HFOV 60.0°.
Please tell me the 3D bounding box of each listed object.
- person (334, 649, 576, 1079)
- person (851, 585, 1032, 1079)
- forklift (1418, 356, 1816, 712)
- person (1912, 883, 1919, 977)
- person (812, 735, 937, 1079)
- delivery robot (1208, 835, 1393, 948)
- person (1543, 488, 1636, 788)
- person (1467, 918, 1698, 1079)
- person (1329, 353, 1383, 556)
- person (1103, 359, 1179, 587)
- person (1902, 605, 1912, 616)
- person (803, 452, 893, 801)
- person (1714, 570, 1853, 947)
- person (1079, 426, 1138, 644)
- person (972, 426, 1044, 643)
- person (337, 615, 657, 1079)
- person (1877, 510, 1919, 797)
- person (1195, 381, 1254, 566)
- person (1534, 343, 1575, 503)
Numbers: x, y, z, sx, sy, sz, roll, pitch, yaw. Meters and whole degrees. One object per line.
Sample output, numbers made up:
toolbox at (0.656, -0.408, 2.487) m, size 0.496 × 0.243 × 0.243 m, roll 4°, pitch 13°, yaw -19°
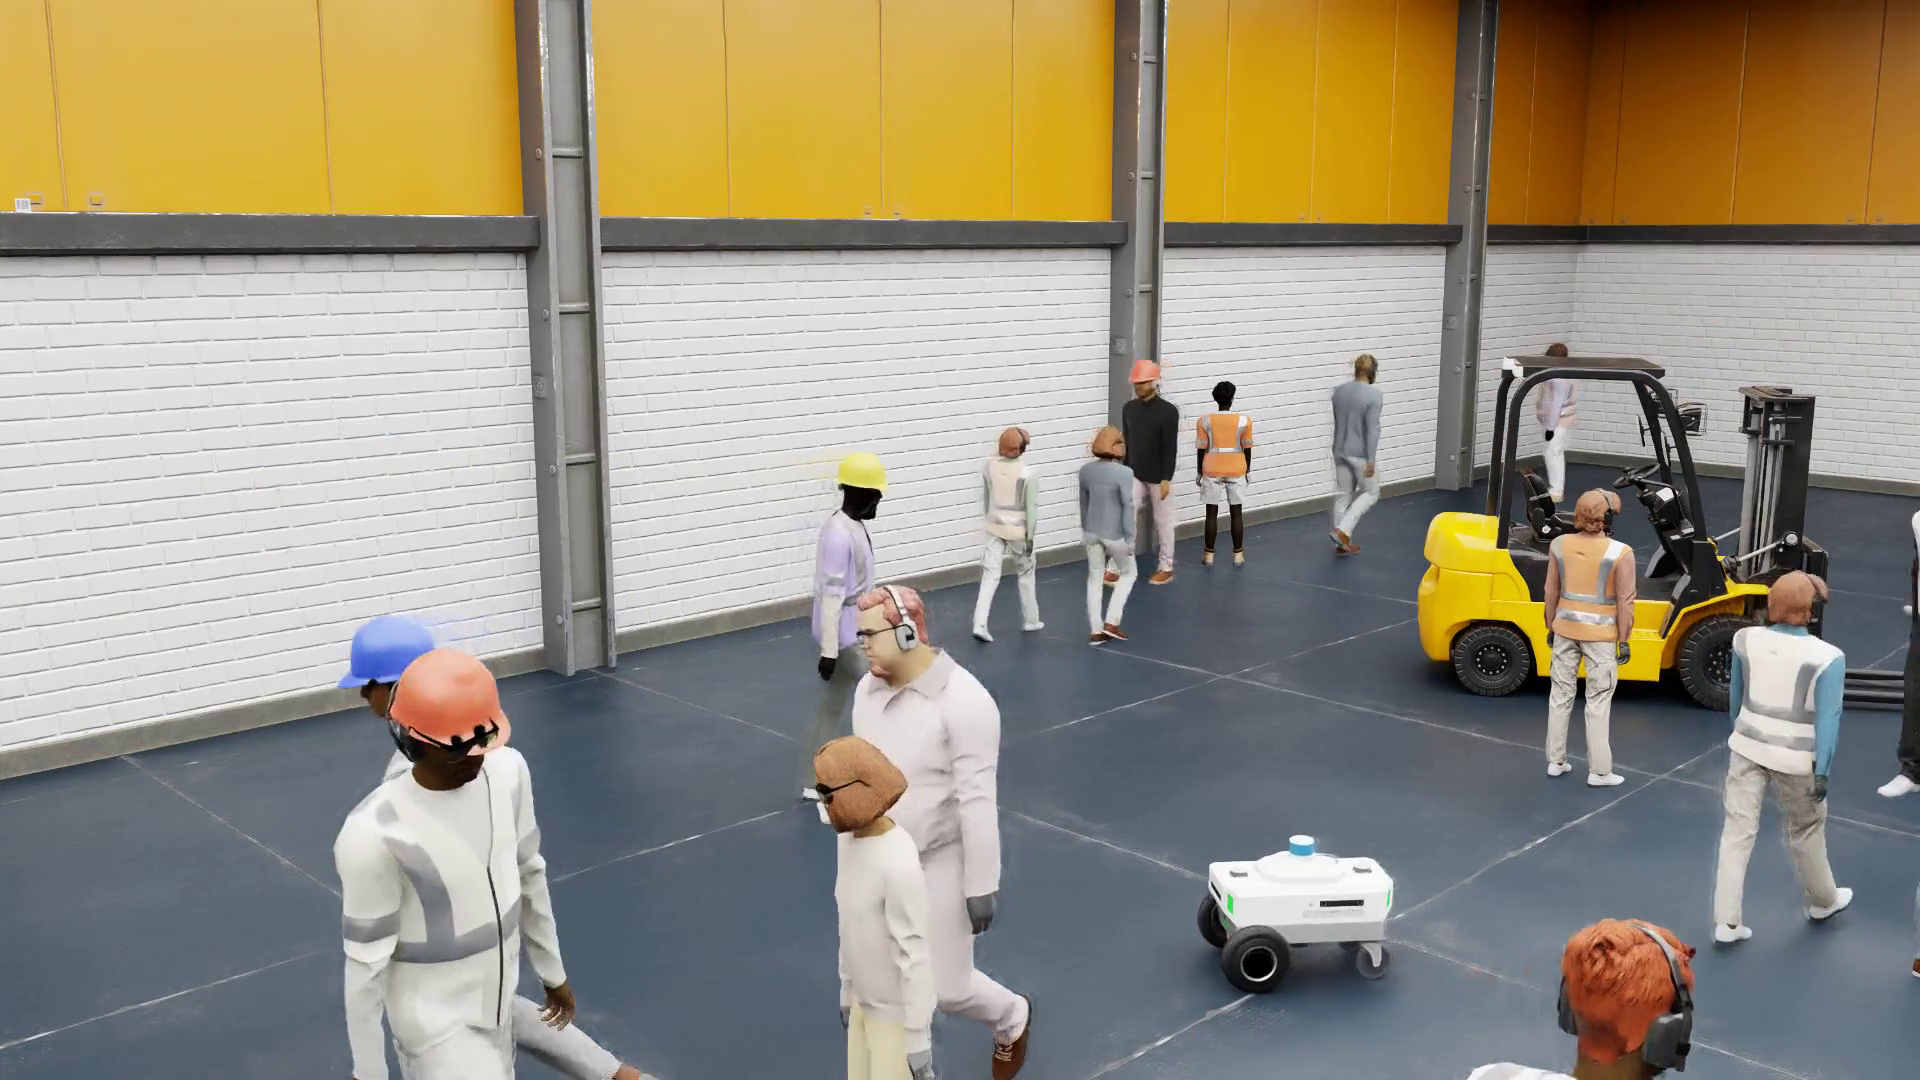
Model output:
person at (-1.424, 1.216, 4.459) m, size 0.951 × 1.993 × 0.665 m, roll 4°, pitch 11°, yaw 23°
person at (-0.074, 1.065, 5.588) m, size 0.677 × 1.879 × 0.648 m, roll 10°, pitch 14°, yaw 43°
forklift at (4.276, -0.101, 11.076) m, size 2.313 × 2.155 × 1.214 m, roll 2°, pitch 11°, yaw 13°
person at (4.053, 0.999, 6.609) m, size 0.287 × 1.631 × 0.501 m, roll -4°, pitch 11°, yaw -21°
person at (-0.151, 1.343, 4.796) m, size 0.536 × 1.604 × 0.543 m, roll -4°, pitch 11°, yaw -22°
delivery robot at (1.393, 1.455, 6.810) m, size 0.707 × 0.478 × 0.477 m, roll -1°, pitch 10°, yaw -5°
person at (3.438, 0.534, 9.124) m, size 0.314 × 1.641 × 0.515 m, roll -8°, pitch 13°, yaw -38°
person at (1.137, 1.561, 2.910) m, size 0.636 × 1.861 × 0.597 m, roll -6°, pitch 12°, yaw -29°
person at (3.679, -0.779, 15.555) m, size 0.487 × 1.920 × 0.629 m, roll -6°, pitch 12°, yaw -32°
person at (1.534, -0.544, 14.121) m, size 0.637 × 1.949 × 0.960 m, roll 9°, pitch 14°, yaw 42°
person at (7.903, -0.300, 12.714) m, size 1.025 × 1.999 × 0.621 m, roll 10°, pitch 14°, yaw 43°
person at (-0.482, 0.481, 8.723) m, size 0.800 × 1.893 × 0.611 m, roll 0°, pitch 10°, yaw -1°
person at (3.538, 0.919, 7.119) m, size 0.839 × 1.594 × 0.532 m, roll -7°, pitch 13°, yaw -34°
person at (1.102, -0.034, 12.254) m, size 0.526 × 1.616 × 0.392 m, roll 9°, pitch 14°, yaw 41°
person at (0.349, -0.044, 12.390) m, size 0.512 × 1.607 × 0.833 m, roll 6°, pitch 12°, yaw 29°
person at (-1.432, 1.144, 5.102) m, size 0.829 × 1.912 × 0.630 m, roll 0°, pitch 10°, yaw -1°
person at (5.435, 0.446, 8.969) m, size 0.913 × 1.885 × 0.604 m, roll -5°, pitch 11°, yaw -24°
person at (2.403, -0.600, 15.163) m, size 0.529 × 1.694 × 0.321 m, roll 1°, pitch 10°, yaw 5°
person at (6.720, -1.320, 18.820) m, size 0.432 × 1.815 × 0.770 m, roll 4°, pitch 11°, yaw 21°
